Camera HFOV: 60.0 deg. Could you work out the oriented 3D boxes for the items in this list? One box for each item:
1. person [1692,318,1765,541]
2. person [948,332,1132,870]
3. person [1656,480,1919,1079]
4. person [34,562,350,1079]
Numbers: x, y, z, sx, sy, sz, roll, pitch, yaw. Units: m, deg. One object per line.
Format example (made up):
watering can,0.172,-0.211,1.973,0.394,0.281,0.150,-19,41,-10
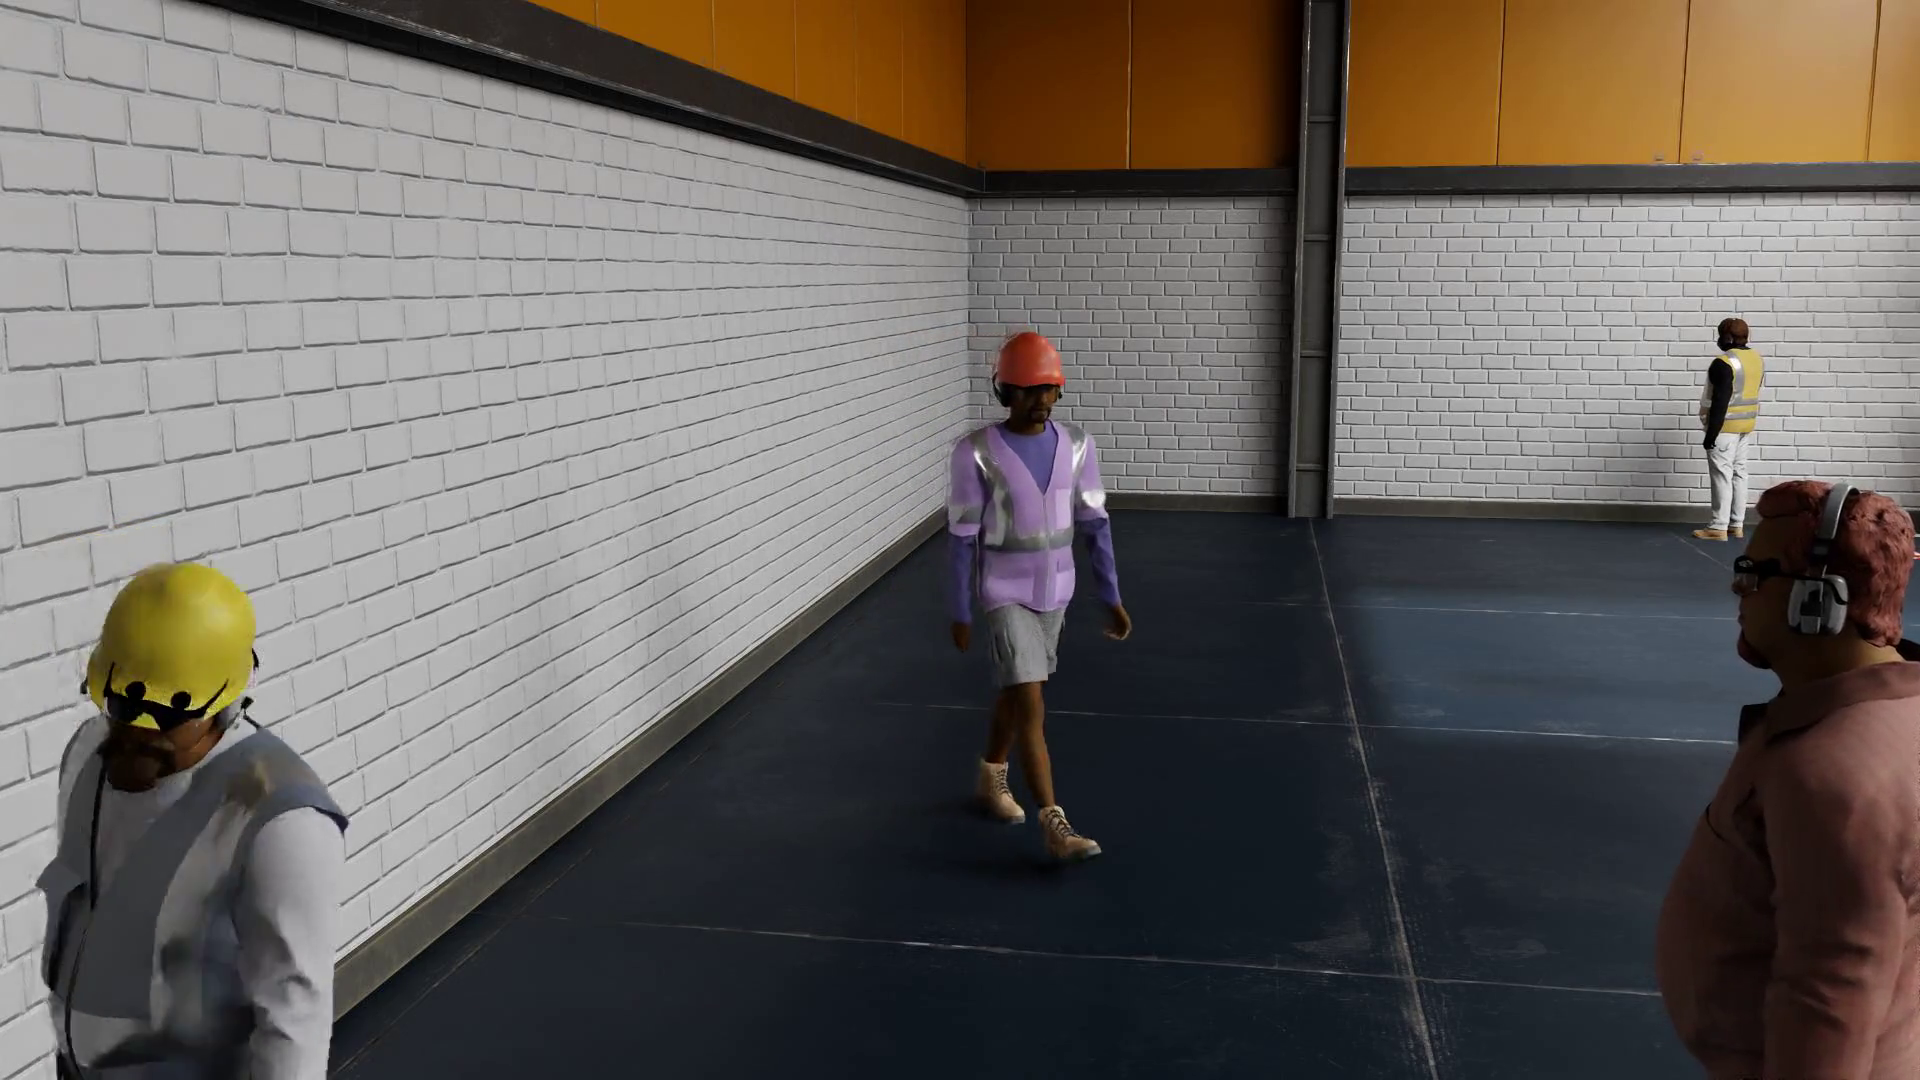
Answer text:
person,6.352,-0.915,13.781,0.636,1.840,0.429,-7,12,-37
person,0.287,0.209,6.353,0.632,1.988,1.046,-5,11,-29
person,1.278,0.858,2.576,0.401,1.910,0.641,6,11,34
person,-1.210,0.903,2.687,0.686,1.788,0.414,6,11,34
